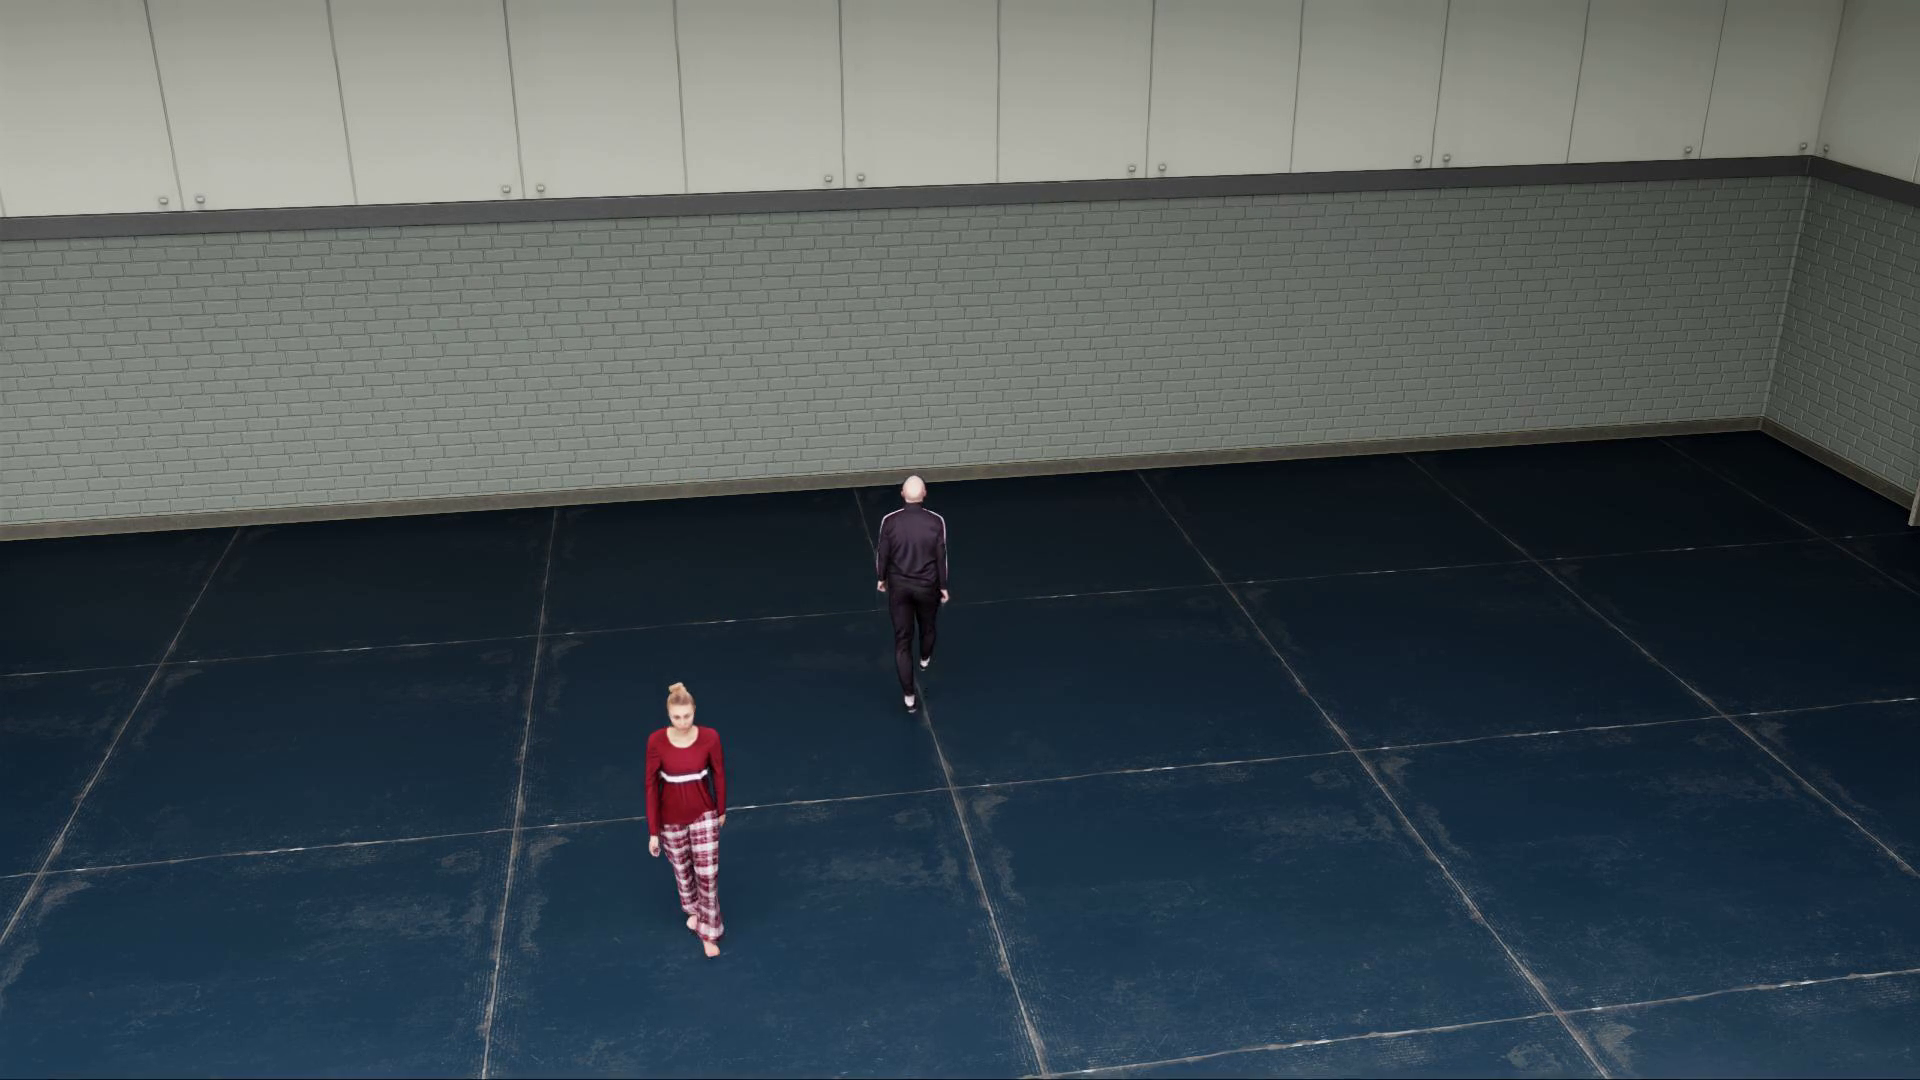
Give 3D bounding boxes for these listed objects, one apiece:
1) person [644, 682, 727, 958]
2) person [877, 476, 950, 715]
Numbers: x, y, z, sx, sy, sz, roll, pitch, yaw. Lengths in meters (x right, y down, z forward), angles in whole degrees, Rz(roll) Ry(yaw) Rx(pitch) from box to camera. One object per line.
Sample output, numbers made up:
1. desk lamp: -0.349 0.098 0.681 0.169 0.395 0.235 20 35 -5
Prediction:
1. person: -1.638 1.611 9.930 0.621 1.679 0.796 -3 23 -7
2. person: -0.354 0.449 12.539 0.817 1.775 1.224 -1 23 -3
